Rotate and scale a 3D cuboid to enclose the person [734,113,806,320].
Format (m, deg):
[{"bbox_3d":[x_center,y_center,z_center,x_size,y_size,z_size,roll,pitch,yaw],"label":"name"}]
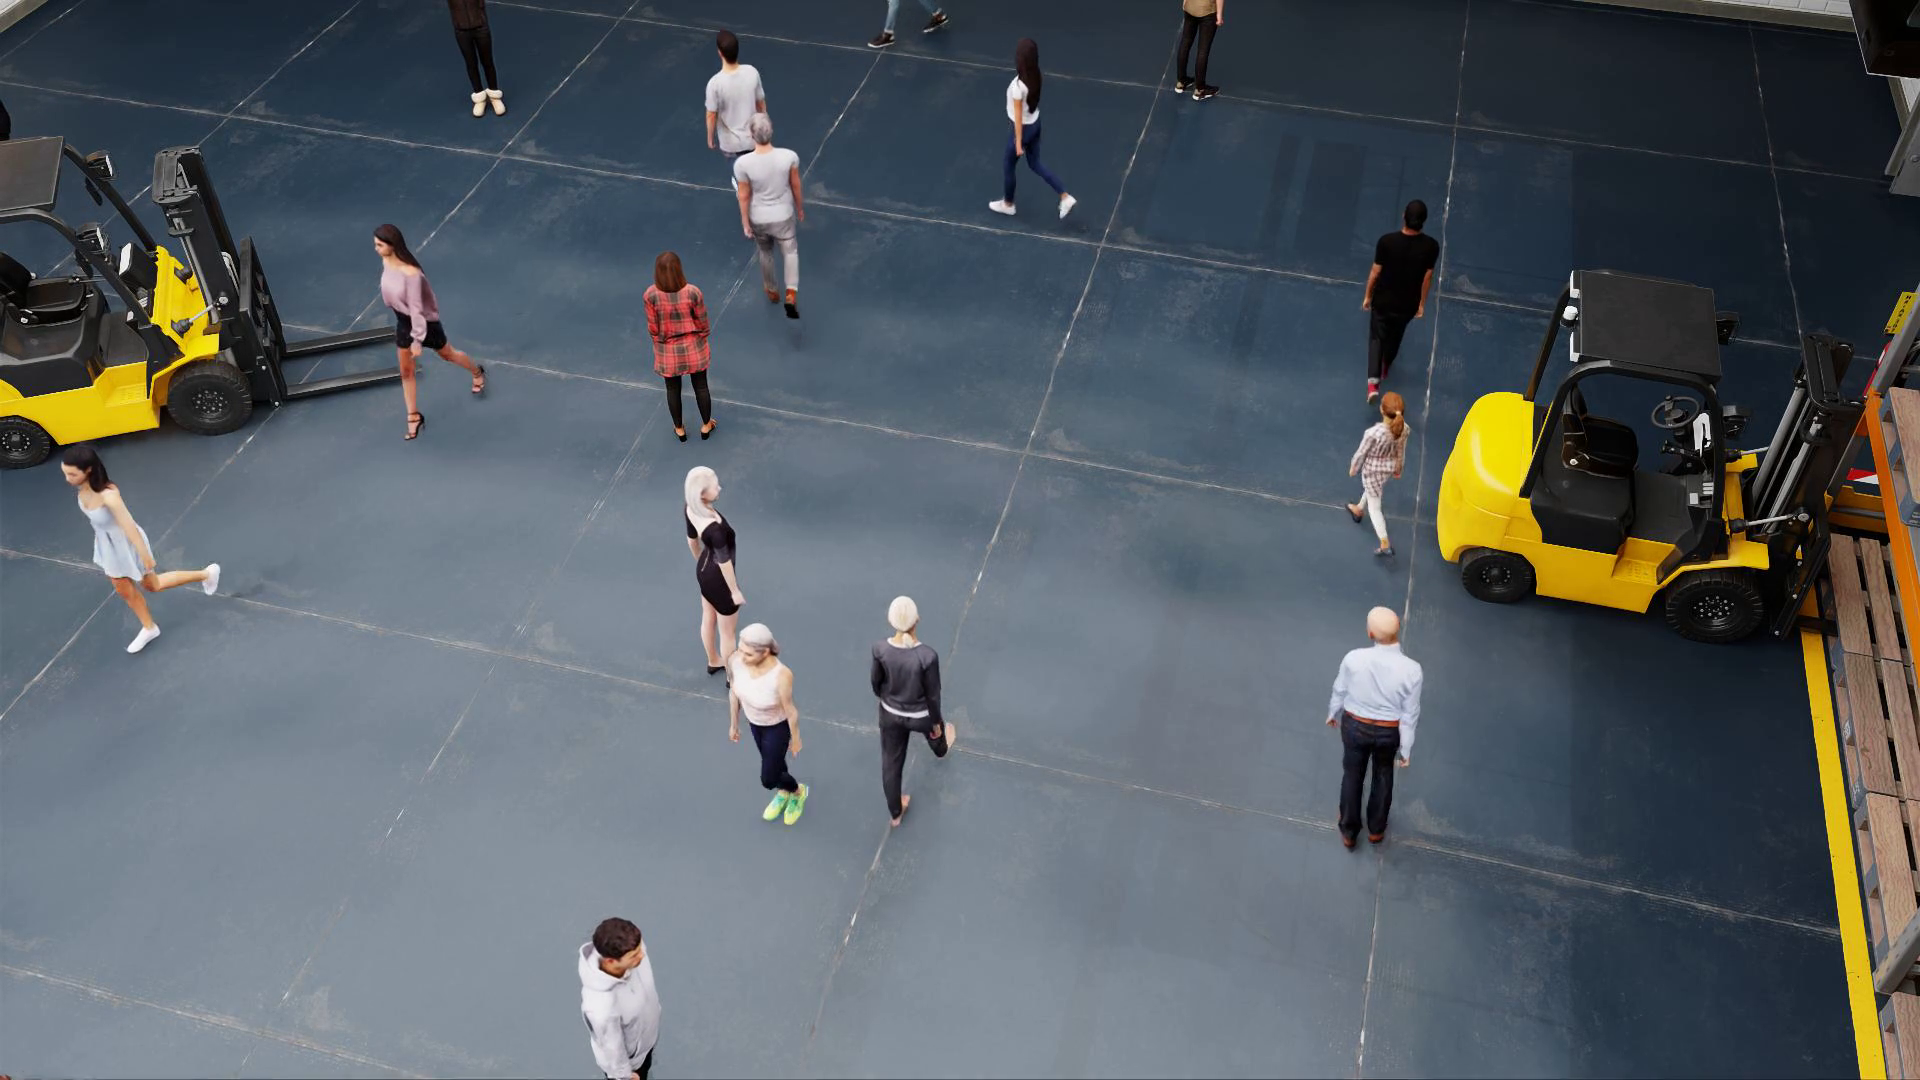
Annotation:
[{"bbox_3d":[-1.532,-2.620,13.727,0.953,1.807,1.139,-7,44,-7],"label":"person"}]

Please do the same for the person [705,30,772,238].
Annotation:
[{"bbox_3d":[-1.895,-3.518,14.640,1.138,1.849,1.167,-24,49,-23],"label":"person"}]

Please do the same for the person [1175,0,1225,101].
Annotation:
[{"bbox_3d":[2.389,-5.297,16.505,0.756,1.852,0.749,-33,53,-30],"label":"person"}]

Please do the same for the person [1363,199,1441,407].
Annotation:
[{"bbox_3d":[3.396,-1.831,12.950,0.691,1.738,1.062,7,44,7],"label":"person"}]

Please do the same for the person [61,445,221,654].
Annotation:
[{"bbox_3d":[-5.469,-0.017,11.067,0.823,1.708,1.062,28,50,26],"label":"person"}]

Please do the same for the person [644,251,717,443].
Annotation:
[{"bbox_3d":[-2.111,-1.459,12.584,0.681,1.704,0.665,-4,44,-4],"label":"person"}]

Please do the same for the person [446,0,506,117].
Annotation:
[{"bbox_3d":[-4.813,-5.036,16.369,0.696,1.662,0.759,-4,44,-4],"label":"person"}]

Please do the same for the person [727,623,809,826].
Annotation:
[{"bbox_3d":[-1.085,1.048,9.961,0.693,1.691,0.723,29,51,27],"label":"person"}]

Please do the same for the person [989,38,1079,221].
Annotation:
[{"bbox_3d":[0.677,-3.599,14.799,0.809,1.747,1.073,19,47,19],"label":"person"}]

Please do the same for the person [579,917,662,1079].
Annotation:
[{"bbox_3d":[-1.679,2.482,8.291,0.738,1.919,0.533,8,44,8],"label":"person"}]

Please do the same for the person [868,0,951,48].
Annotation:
[{"bbox_3d":[-0.475,-6.058,17.354,1.121,1.784,1.214,-10,45,-11],"label":"person"}]

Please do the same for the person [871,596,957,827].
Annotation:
[{"bbox_3d":[-0.334,1.070,9.938,0.622,1.693,1.009,11,45,11],"label":"person"}]

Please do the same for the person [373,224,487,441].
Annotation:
[{"bbox_3d":[-4.050,-1.653,12.746,0.864,1.762,1.197,24,49,23],"label":"person"}]

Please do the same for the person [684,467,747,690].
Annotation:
[{"bbox_3d":[-1.571,0.260,10.688,0.683,1.831,0.651,-28,50,-26],"label":"person"}]

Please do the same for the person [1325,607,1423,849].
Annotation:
[{"bbox_3d":[2.435,1.177,9.786,0.655,1.747,0.642,19,47,19],"label":"person"}]

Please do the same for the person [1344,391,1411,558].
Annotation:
[{"bbox_3d":[3.016,-0.451,11.832,0.868,1.281,1.020,-15,46,-15],"label":"person"}]
